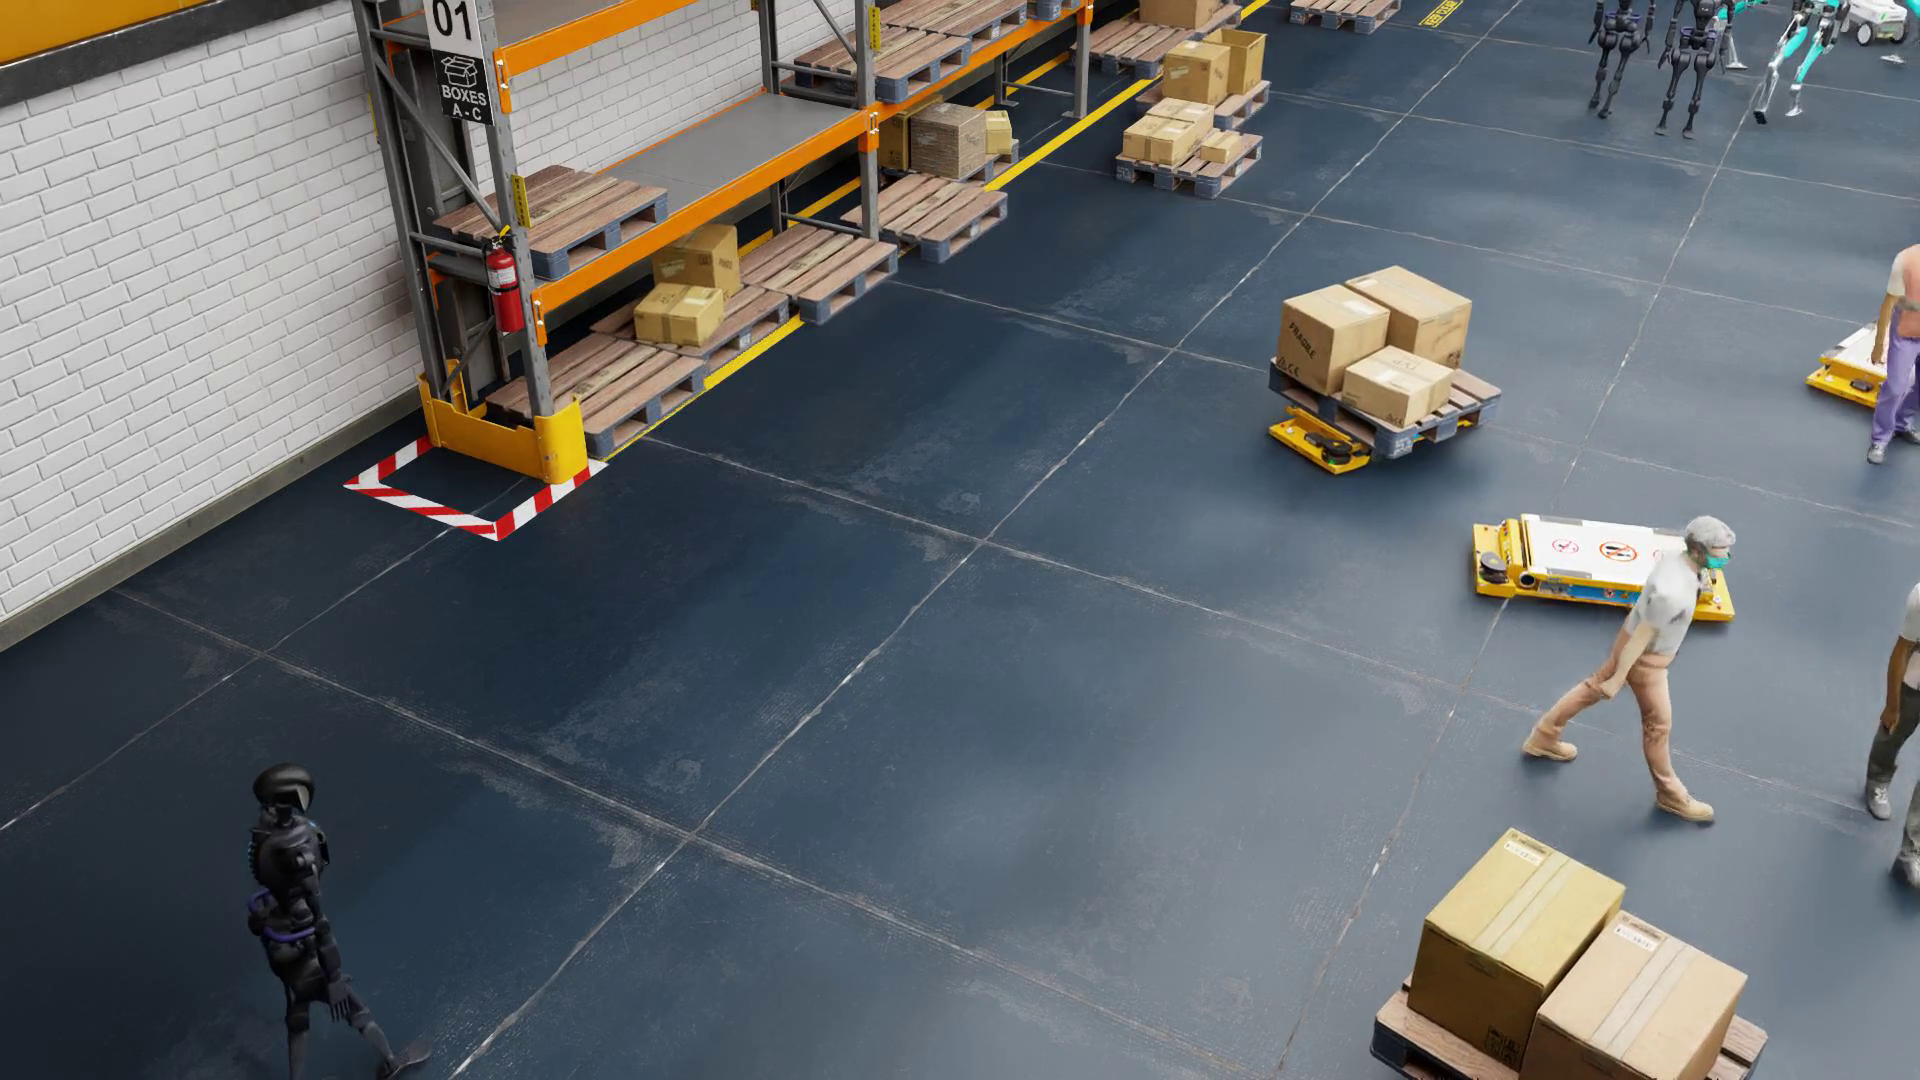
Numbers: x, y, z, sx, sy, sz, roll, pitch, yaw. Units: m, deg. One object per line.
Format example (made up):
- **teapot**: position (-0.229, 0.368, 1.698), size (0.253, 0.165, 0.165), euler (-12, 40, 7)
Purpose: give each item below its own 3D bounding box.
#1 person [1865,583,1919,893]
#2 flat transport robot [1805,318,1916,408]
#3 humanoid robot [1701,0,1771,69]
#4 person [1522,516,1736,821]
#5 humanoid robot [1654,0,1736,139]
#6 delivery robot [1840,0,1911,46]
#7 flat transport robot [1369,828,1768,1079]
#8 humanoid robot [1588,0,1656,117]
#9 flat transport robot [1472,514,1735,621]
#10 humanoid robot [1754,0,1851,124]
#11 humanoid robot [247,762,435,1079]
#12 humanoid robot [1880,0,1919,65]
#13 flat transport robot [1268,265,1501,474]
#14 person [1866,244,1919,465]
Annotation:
- **person**: position (4.533, 0.731, 7.657), size (0.573, 1.782, 0.936), euler (9, 34, 13)
- **flat transport robot**: position (6.834, -1.313, 12.135), size (1.431, 0.231, 0.659), euler (-26, 42, -34)
- **humanoid robot**: position (8.326, -5.887, 17.717), size (0.589, 1.767, 0.884), euler (-27, 42, -34)
- **person**: position (3.318, 0.548, 8.051), size (0.953, 1.679, 0.560), euler (16, 37, 23)
- **humanoid robot**: position (7.076, -4.706, 15.987), size (0.616, 1.652, 0.306), euler (13, 36, 18)
- **delivery robot**: position (10.389, -5.954, 18.877), size (0.499, 0.572, 0.747), euler (-5, 34, -8)
- **flat transport robot**: position (2.443, 2.204, 6.814), size (0.659, 0.231, 1.431), euler (27, 42, 35)
- **humanoid robot**: position (6.621, -5.097, 16.591), size (0.610, 1.637, 0.591), euler (18, 37, 25)
- **flat transport robot**: position (3.814, 0.155, 9.914), size (1.431, 0.231, 0.659), euler (7, 34, 10)
- **humanoid robot**: position (8.209, -4.908, 16.282), size (0.995, 1.768, 0.530), euler (-26, 41, -33)
- **humanoid robot**: position (-2.550, 1.555, 6.537), size (0.626, 1.635, 0.609), euler (-25, 41, -32)
- **humanoid robot**: position (10.279, -5.908, 17.722), size (0.542, 1.751, 0.730), euler (-16, 37, -23)
- **flat transport robot**: position (2.884, -0.849, 11.432), size (1.431, 0.231, 0.659), euler (-20, 38, -27)
- **person**: position (6.231, -1.352, 10.802), size (0.687, 1.804, 0.490), euler (0, 33, 0)
